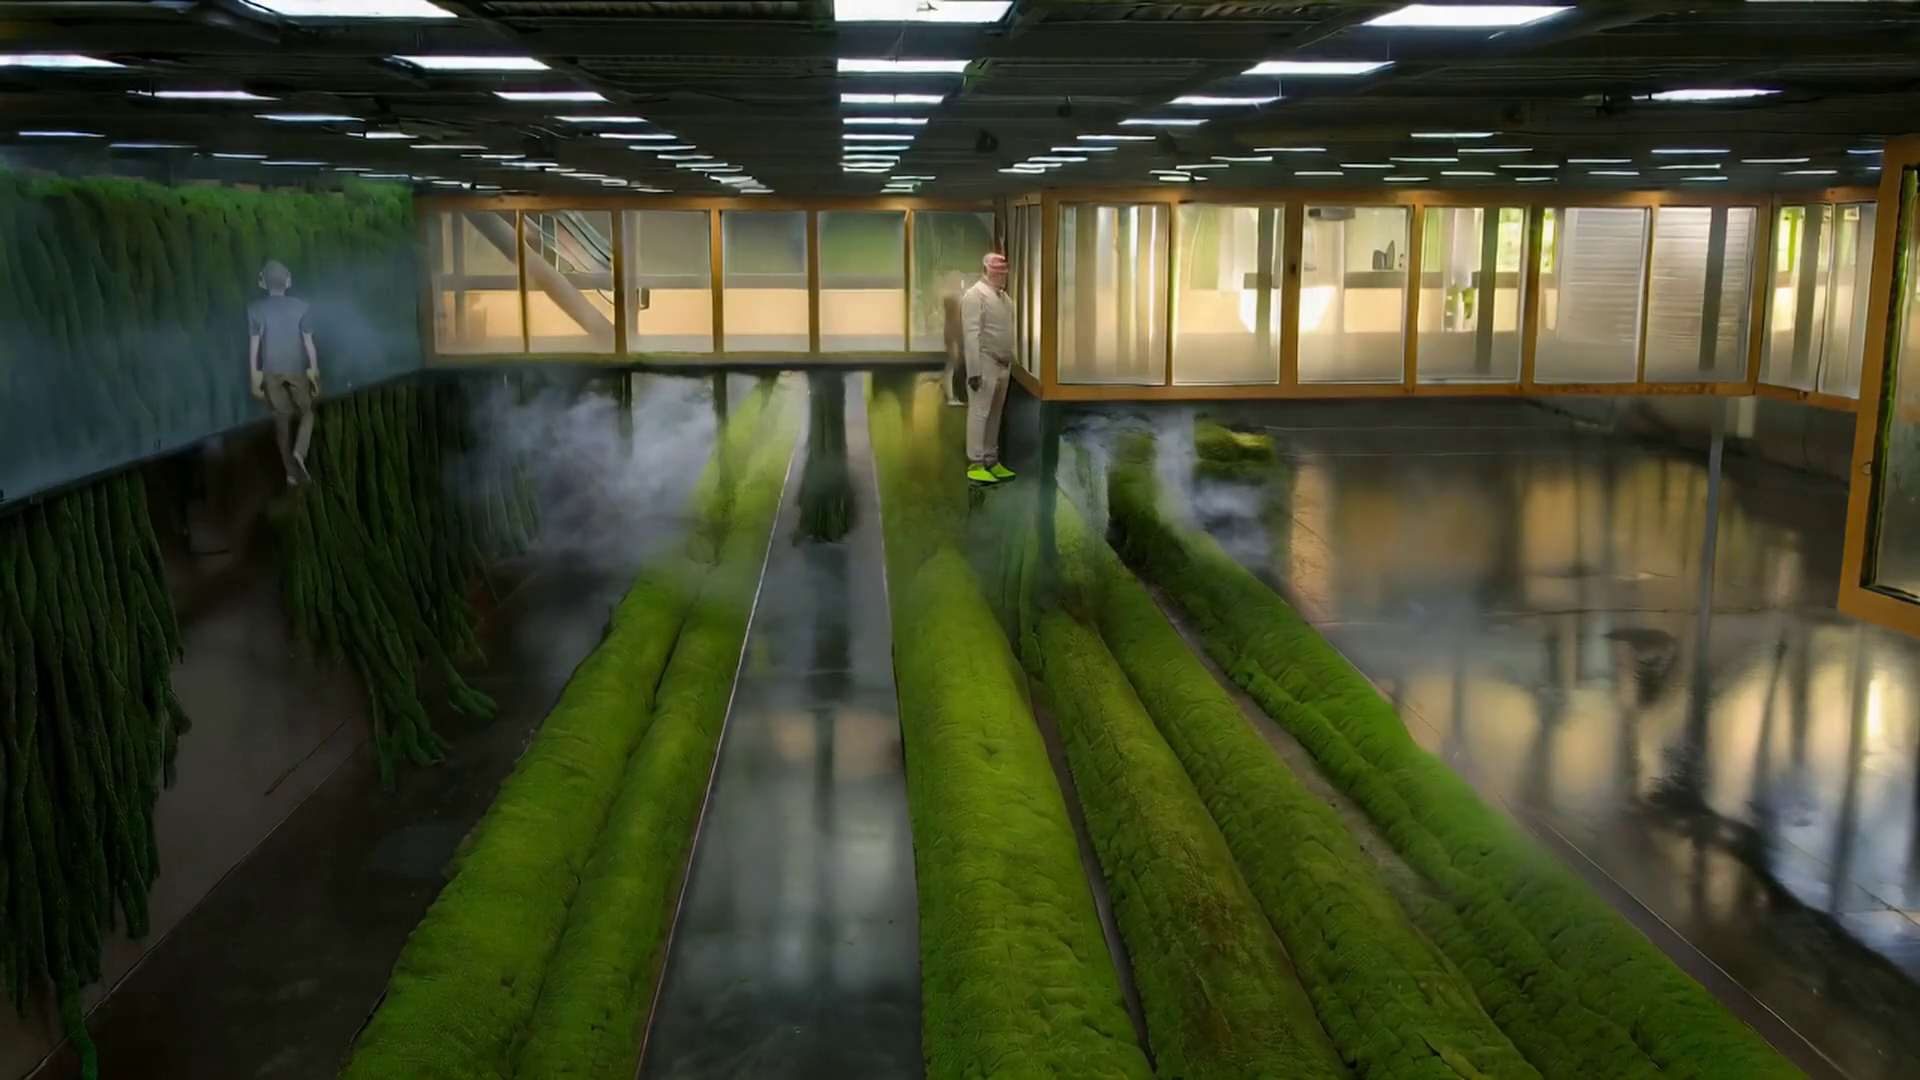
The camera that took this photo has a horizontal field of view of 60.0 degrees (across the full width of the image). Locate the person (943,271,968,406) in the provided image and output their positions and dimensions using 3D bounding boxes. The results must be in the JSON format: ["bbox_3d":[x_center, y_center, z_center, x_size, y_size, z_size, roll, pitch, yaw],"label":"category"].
[{"bbox_3d":[-0.033,-2.407,19.936,0.348,1.624,0.498,7,12,32],"label":"person"}]

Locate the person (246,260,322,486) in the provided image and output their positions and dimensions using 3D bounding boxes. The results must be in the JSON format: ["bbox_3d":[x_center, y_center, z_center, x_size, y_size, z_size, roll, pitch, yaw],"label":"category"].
[{"bbox_3d":[-5.532,-1.353,13.614,0.562,1.856,0.435,-3,11,-16],"label":"person"}]

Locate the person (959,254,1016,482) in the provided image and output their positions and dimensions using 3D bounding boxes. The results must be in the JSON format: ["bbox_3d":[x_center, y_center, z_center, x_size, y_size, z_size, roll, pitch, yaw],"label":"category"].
[{"bbox_3d":[0.261,-1.450,14.016,0.410,1.905,0.640,6,12,28],"label":"person"}]
